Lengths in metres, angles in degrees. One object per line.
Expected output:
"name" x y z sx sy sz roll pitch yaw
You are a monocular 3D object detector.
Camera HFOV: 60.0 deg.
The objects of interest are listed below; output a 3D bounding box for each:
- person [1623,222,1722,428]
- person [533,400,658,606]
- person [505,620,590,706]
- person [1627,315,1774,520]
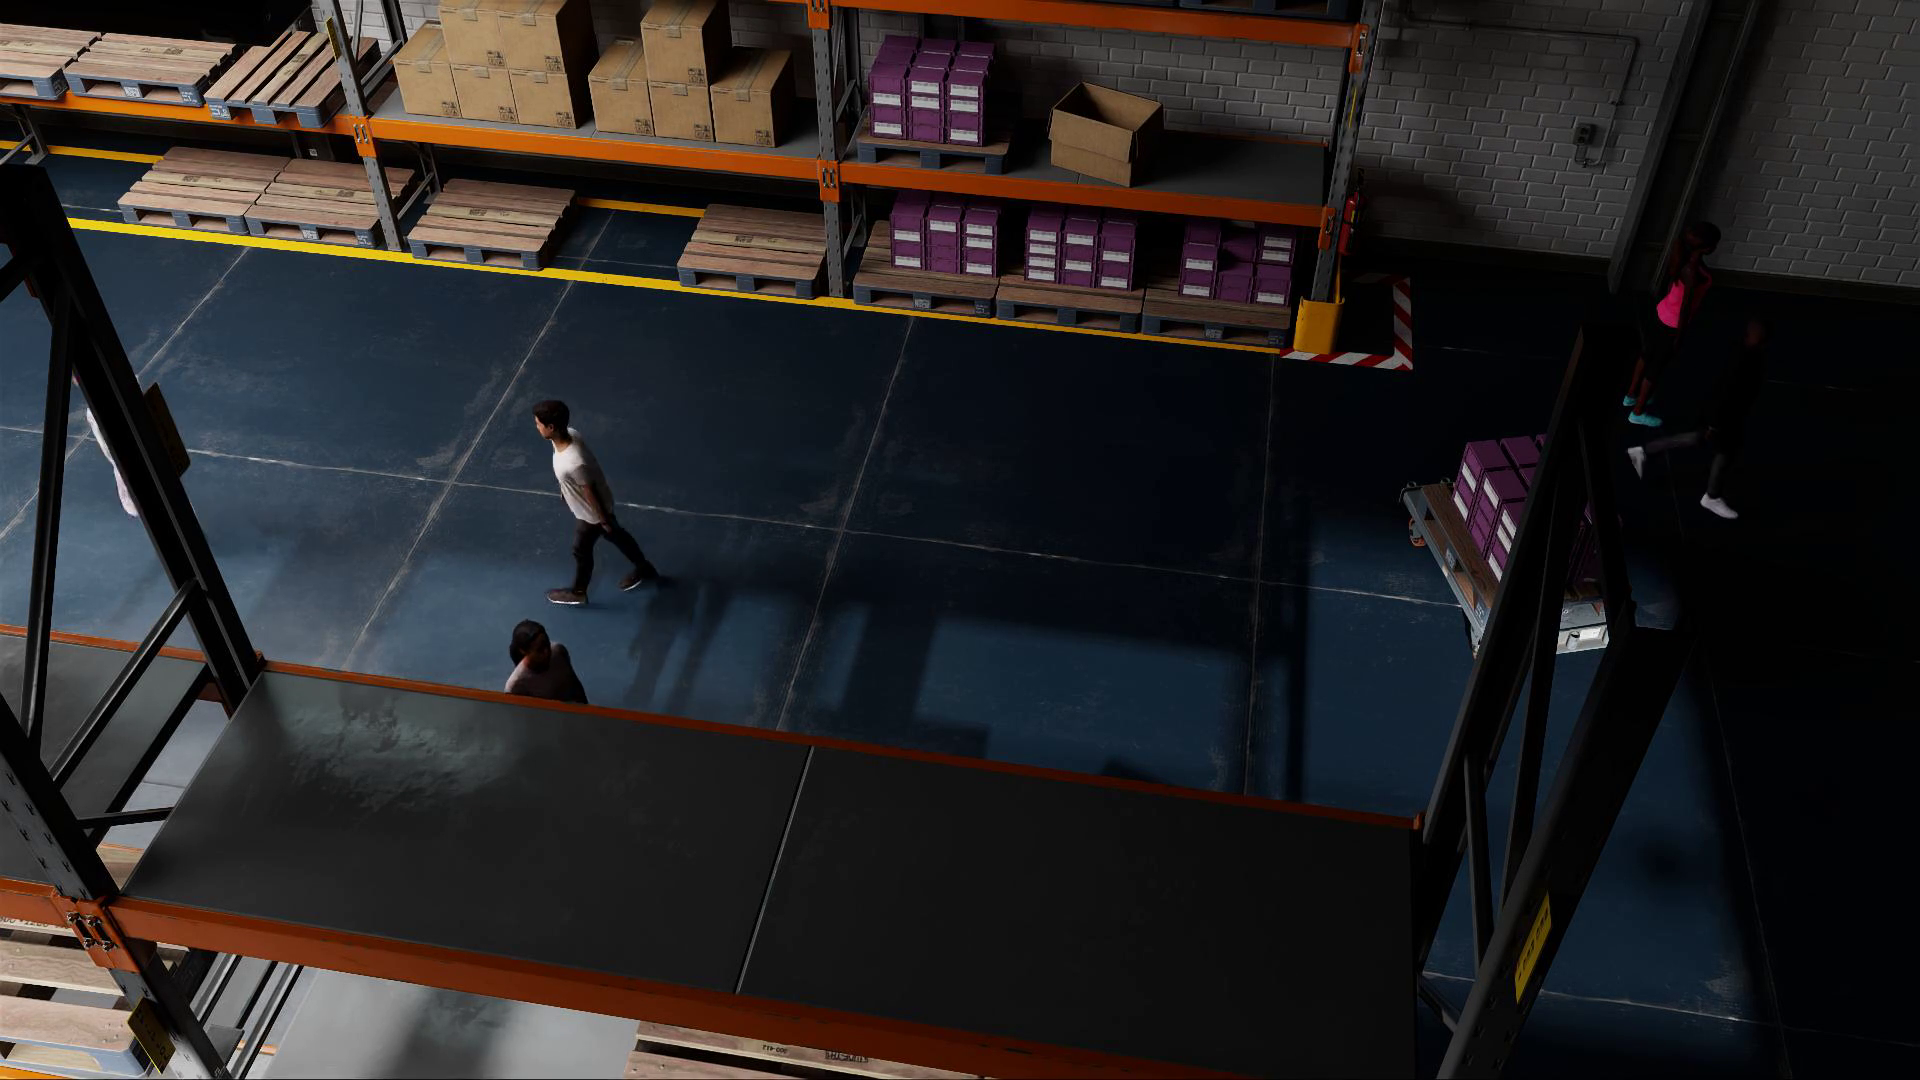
"person" 5.320 -1.636 12.468 0.549 1.726 0.549 5 44 6
"person" -2.368 -0.258 11.054 1.108 1.681 0.939 -17 46 -17
"person" -2.405 1.073 9.619 0.764 1.735 0.704 21 48 21
"person" 5.280 -0.930 11.730 1.220 1.723 0.978 22 48 21
